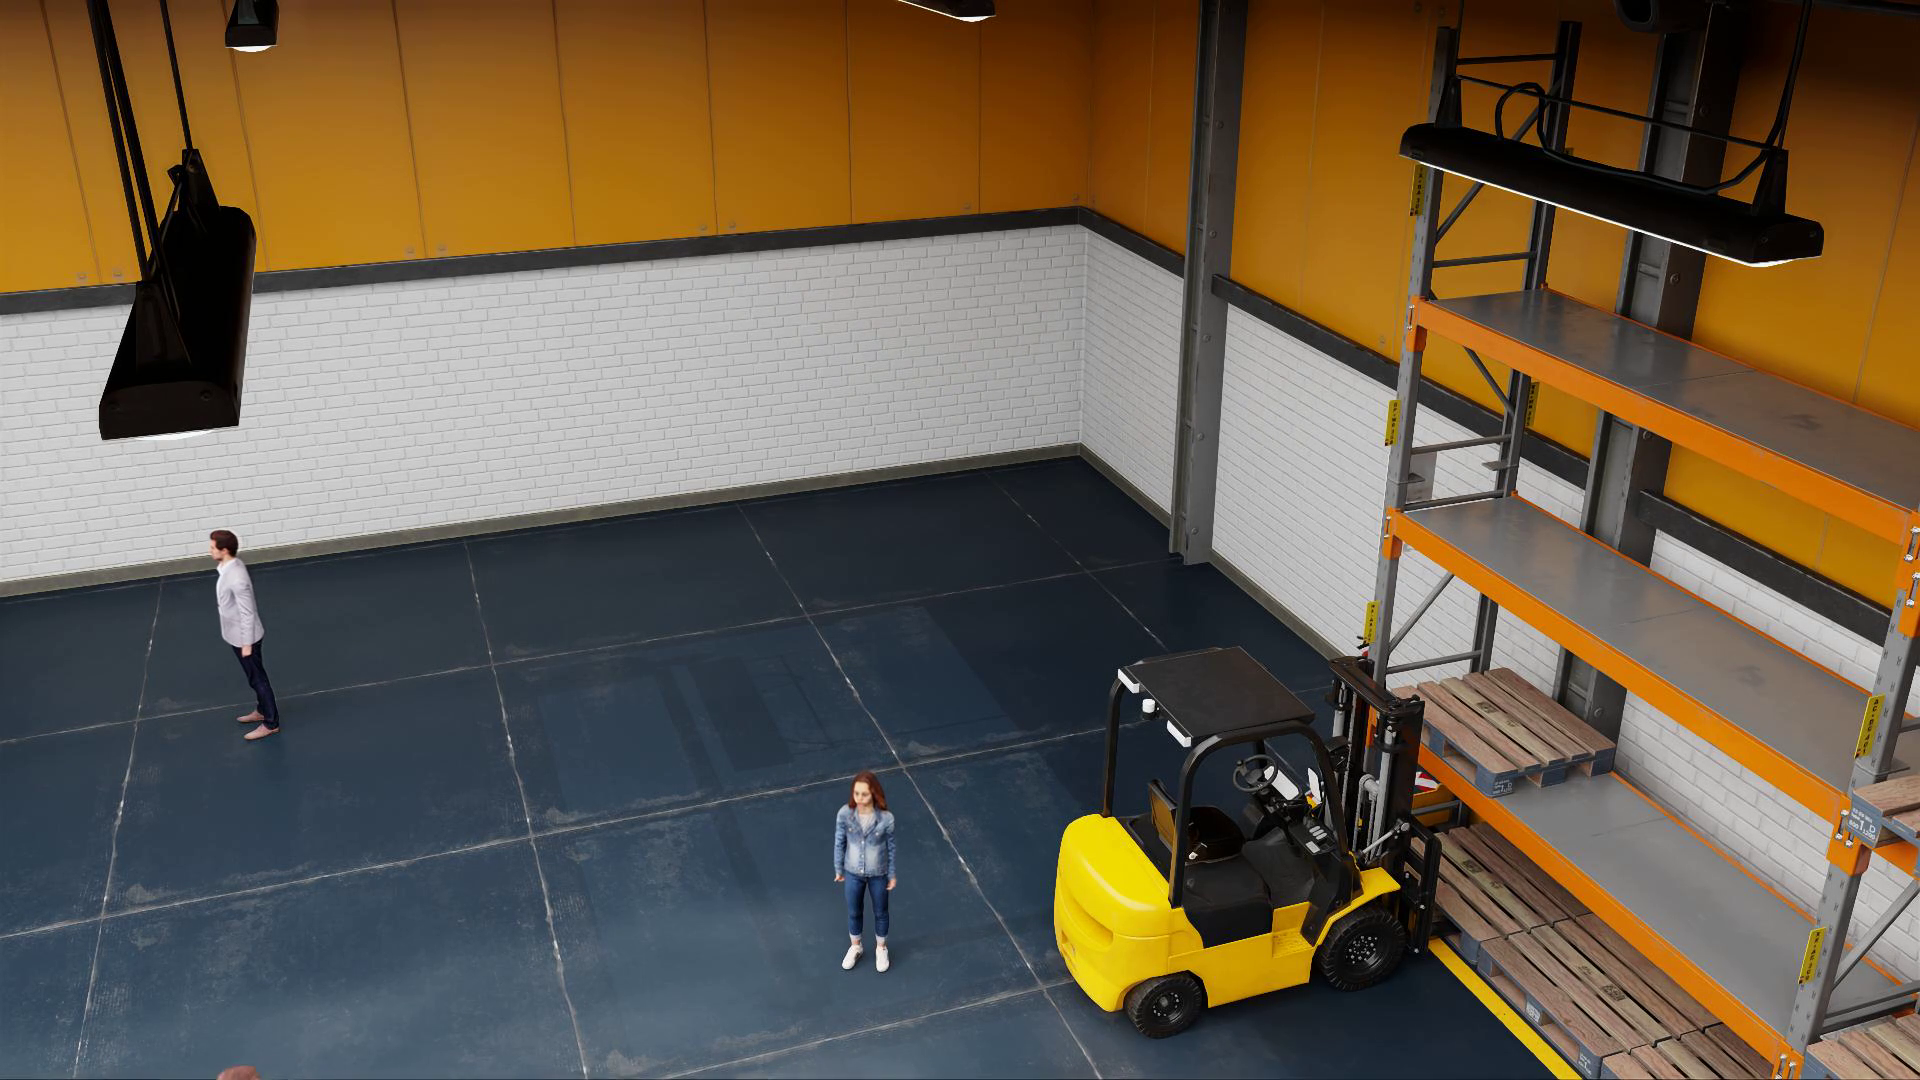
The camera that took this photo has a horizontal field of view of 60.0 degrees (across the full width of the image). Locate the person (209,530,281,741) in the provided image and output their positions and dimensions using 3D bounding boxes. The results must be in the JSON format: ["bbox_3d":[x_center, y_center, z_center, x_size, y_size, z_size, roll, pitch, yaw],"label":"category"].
[{"bbox_3d":[-5.993,0.767,13.923,0.775,1.850,0.553,-13,27,-27],"label":"person"}]

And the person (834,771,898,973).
[{"bbox_3d":[-0.617,2.201,11.109,0.640,1.476,0.637,3,24,7],"label":"person"}]
